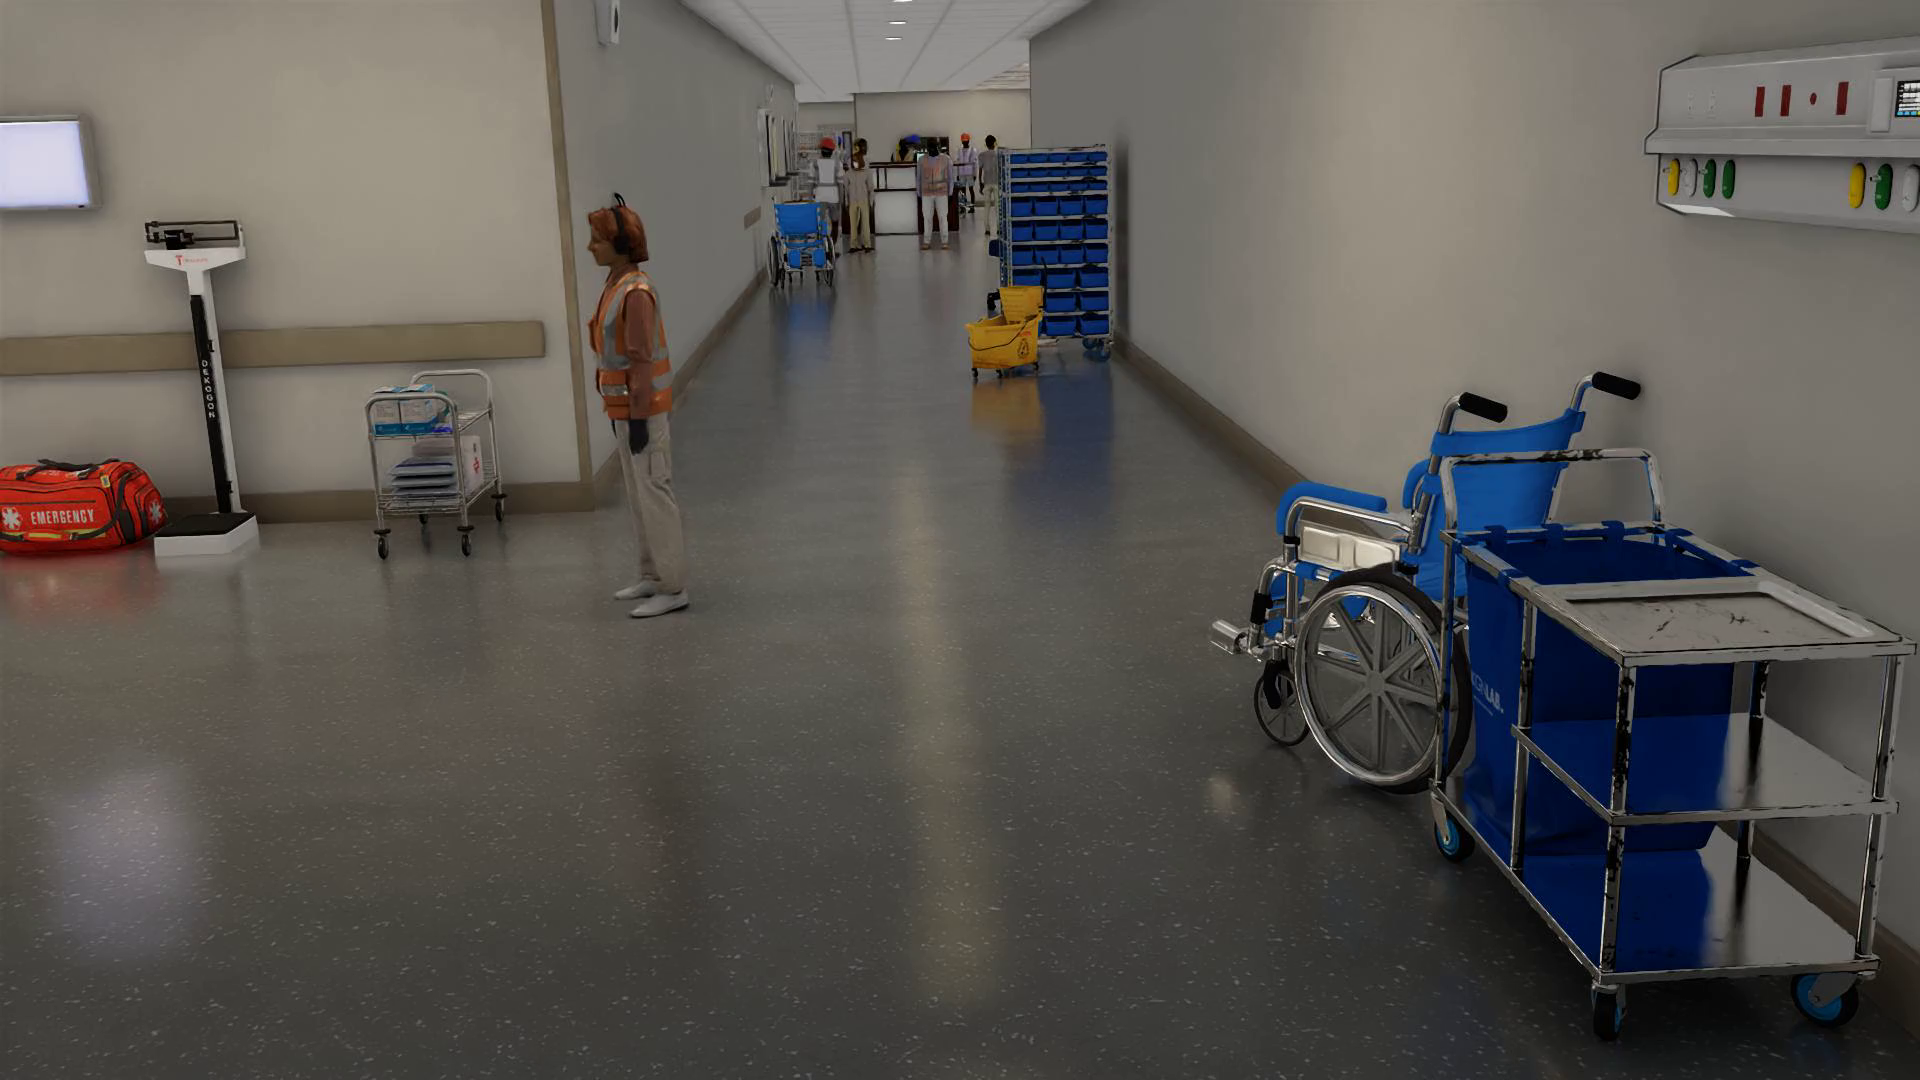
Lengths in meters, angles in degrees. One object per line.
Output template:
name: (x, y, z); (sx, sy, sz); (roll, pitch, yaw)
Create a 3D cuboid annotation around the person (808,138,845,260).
person: (-2.122, -5.388, 26.316); (0.608, 1.899, 0.673); (-2, 14, -3)

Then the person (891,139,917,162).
person: (-1.270, -8.260, 38.128); (0.618, 1.836, 0.431); (1, 14, 10)

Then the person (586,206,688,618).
person: (-1.305, -0.513, 6.691); (0.311, 1.636, 0.518); (-7, 15, -22)

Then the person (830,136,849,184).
person: (-3.169, -9.607, 43.641); (0.625, 1.943, 0.407); (6, 15, 27)

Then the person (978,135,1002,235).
person: (0.604, -6.663, 31.271); (0.519, 1.865, 0.326); (2, 14, 15)

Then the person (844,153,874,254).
person: (-1.661, -5.540, 27.399); (0.500, 1.634, 0.286); (1, 14, 12)

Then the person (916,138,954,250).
person: (-0.423, -5.774, 27.782); (0.636, 1.842, 0.429); (0, 14, 9)

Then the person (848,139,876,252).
person: (-1.649, -5.783, 27.954); (0.341, 1.863, 0.603); (9, 17, 37)

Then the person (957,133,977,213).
person: (0.157, -8.961, 40.631); (0.545, 1.929, 0.390); (5, 15, 27)
